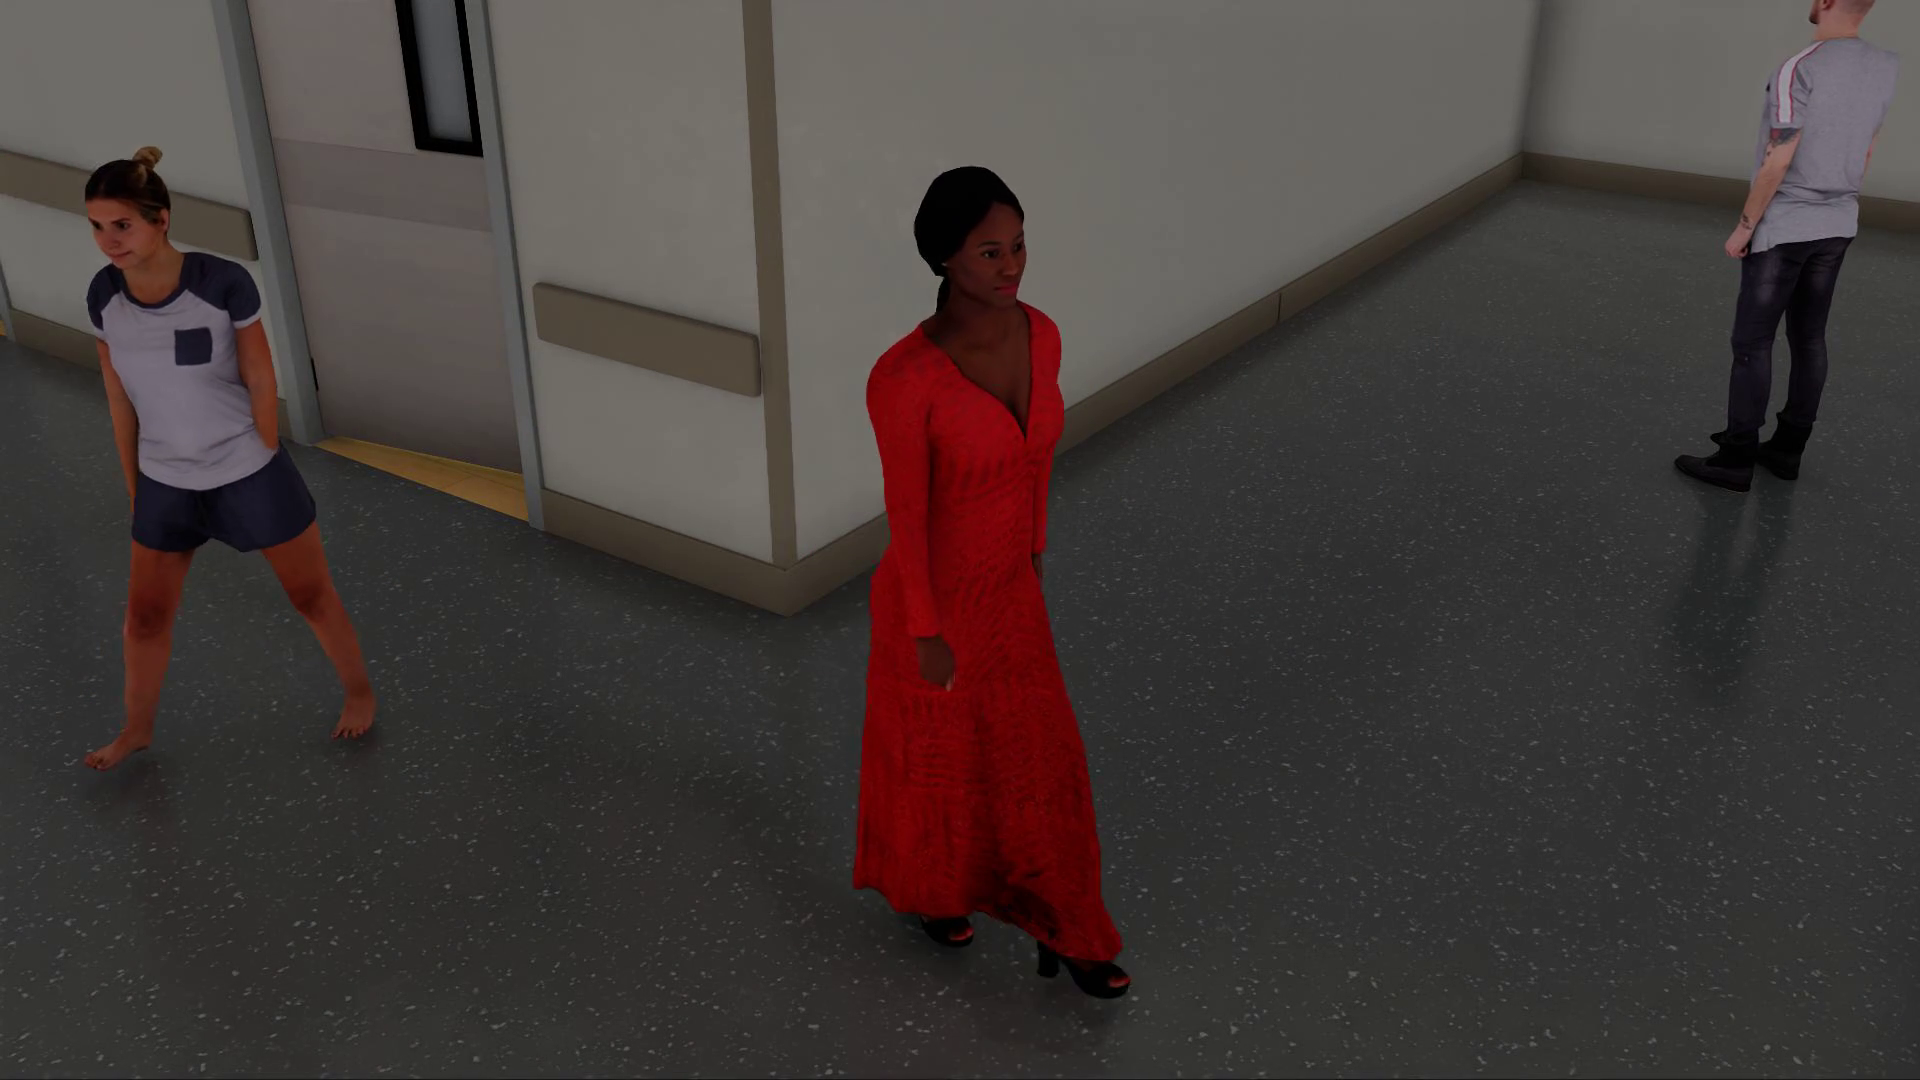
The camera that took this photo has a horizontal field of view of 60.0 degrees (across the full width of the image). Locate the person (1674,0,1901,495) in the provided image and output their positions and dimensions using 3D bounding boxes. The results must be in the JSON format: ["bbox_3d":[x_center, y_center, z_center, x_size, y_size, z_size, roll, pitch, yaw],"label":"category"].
[{"bbox_3d":[2.908,-1.066,5.769,0.713,1.832,0.816,-10,28,-20],"label":"person"}]

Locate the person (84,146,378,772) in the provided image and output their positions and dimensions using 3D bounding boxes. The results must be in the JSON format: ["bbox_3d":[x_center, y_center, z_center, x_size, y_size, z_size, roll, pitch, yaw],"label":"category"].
[{"bbox_3d":[-1.884,-0.155,4.148,0.931,1.599,0.942,0,26,-1],"label":"person"}]

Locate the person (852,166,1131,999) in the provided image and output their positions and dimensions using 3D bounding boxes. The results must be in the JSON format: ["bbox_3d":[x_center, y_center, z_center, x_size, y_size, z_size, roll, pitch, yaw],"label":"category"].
[{"bbox_3d":[-0.046,0.106,3.415,0.940,1.765,0.846,-20,32,-36],"label":"person"}]
